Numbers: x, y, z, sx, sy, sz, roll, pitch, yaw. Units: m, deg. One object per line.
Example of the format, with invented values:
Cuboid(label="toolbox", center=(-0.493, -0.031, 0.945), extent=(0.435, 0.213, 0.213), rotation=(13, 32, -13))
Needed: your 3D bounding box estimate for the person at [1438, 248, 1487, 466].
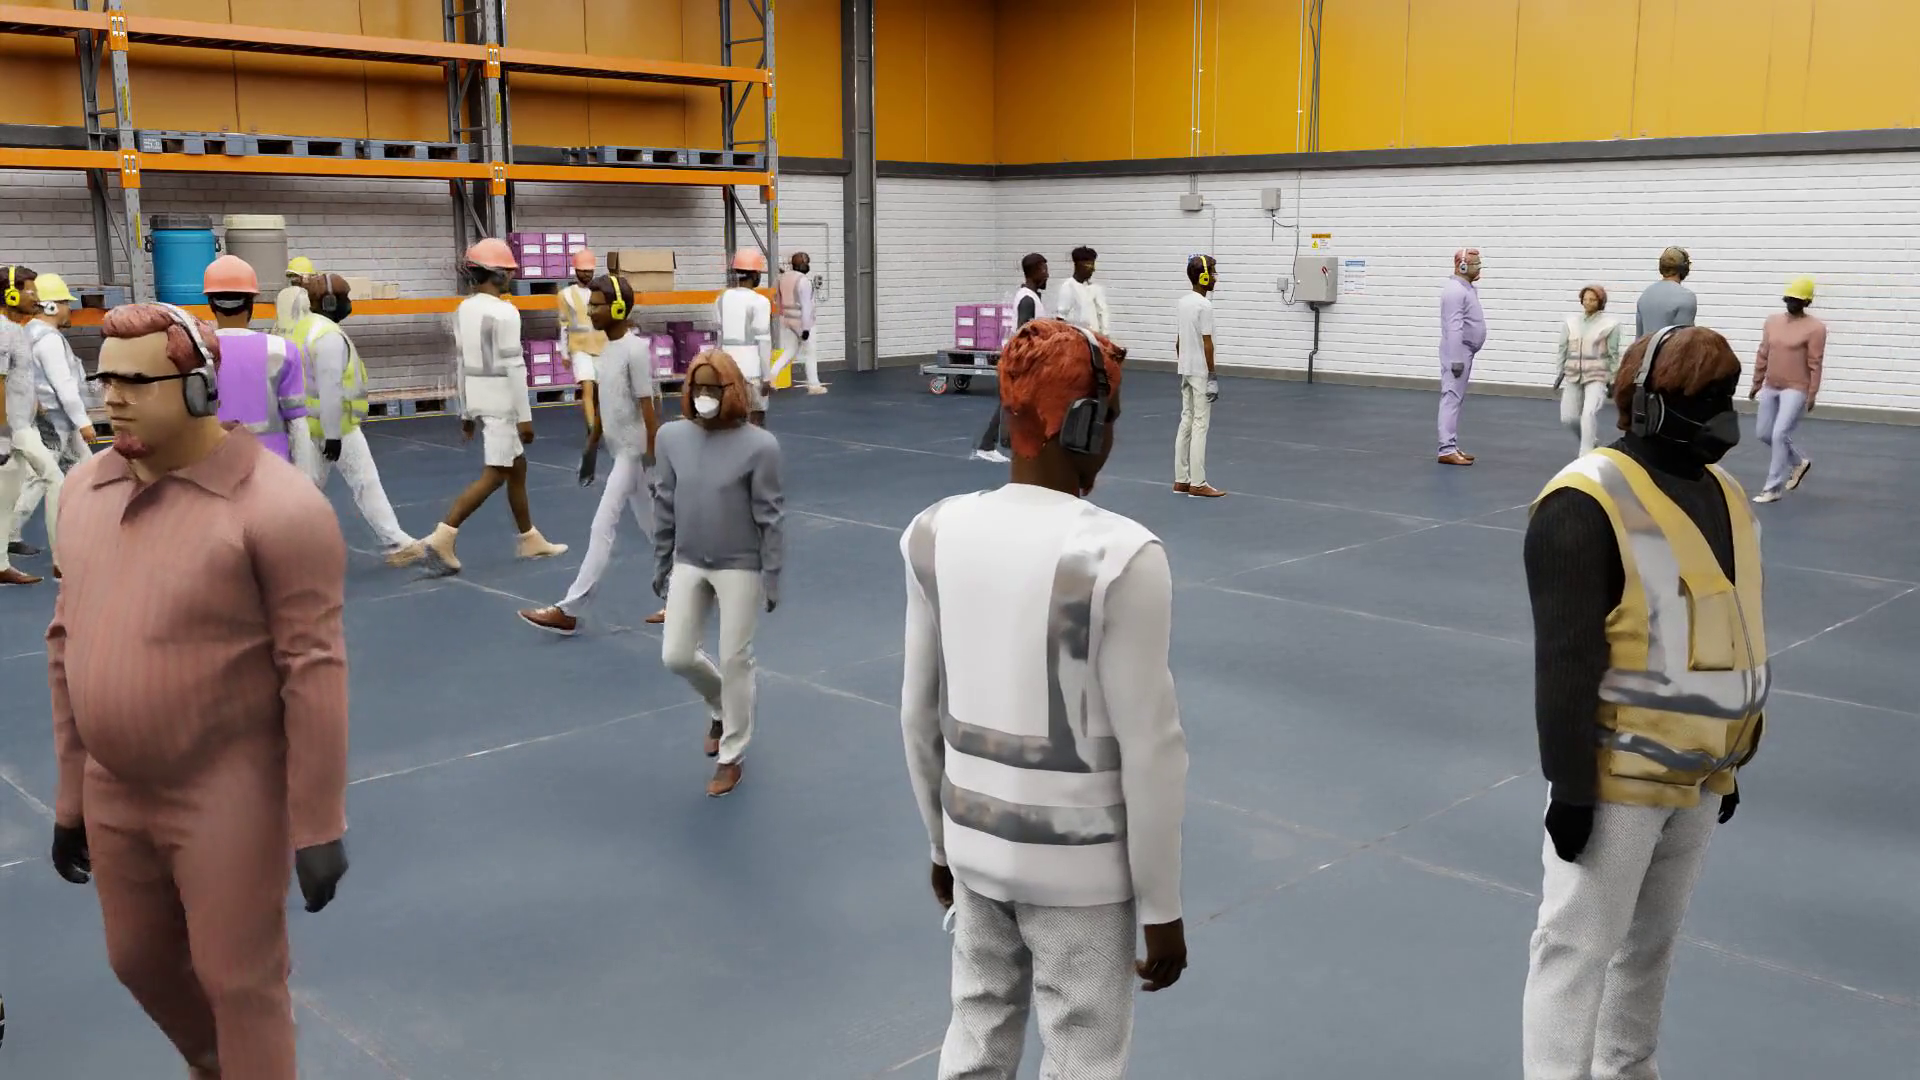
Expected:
Cuboid(label="person", center=(4.456, -1.626, 14.774), extent=(0.403, 1.911, 0.637), rotation=(4, 11, 22))

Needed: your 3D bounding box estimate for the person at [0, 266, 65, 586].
Cuboid(label="person", center=(-5.339, -0.648, 9.633), extent=(0.781, 1.833, 0.523), rotation=(-6, 12, -29))

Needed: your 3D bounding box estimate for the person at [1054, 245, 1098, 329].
Cuboid(label="person", center=(1.036, -2.015, 16.845), extent=(0.754, 1.930, 0.654), rotation=(4, 11, 22))

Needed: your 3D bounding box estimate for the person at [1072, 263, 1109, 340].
Cuboid(label="person", center=(1.541, -2.543, 20.249), extent=(0.538, 1.739, 0.489), rotation=(8, 13, 37))

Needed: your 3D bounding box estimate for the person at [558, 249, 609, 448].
Cuboid(label="person", center=(-3.606, -1.868, 16.128), extent=(0.558, 1.899, 0.934), rotation=(-4, 11, -22))

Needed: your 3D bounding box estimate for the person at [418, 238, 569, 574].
Cuboid(label="person", center=(-2.860, -0.809, 10.037), extent=(0.980, 2.013, 0.612), rotation=(-9, 14, -41))

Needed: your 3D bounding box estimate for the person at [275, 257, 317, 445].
Cuboid(label="person", center=(-6.319, -1.801, 16.000), extent=(0.607, 1.821, 0.417), rotation=(8, 13, 38))

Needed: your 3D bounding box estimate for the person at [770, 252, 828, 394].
Cuboid(label="person", center=(-2.079, -2.735, 21.069), extent=(0.784, 1.823, 0.630), rotation=(-9, 14, -40))

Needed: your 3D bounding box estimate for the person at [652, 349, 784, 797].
Cuboid(label="person", center=(-0.875, 0.110, 6.069), extent=(0.528, 1.618, 0.403), rotation=(3, 11, 17))

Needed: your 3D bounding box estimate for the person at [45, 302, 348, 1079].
Cuboid(label="person", center=(-1.530, 0.486, 3.342), extent=(0.674, 1.924, 0.467), rotation=(4, 11, 20))

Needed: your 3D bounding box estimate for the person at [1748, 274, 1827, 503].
Cuboid(label="person", center=(6.323, -1.148, 12.622), extent=(0.579, 1.737, 0.555), rotation=(-5, 11, -23))

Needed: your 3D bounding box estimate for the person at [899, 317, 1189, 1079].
Cuboid(label="person", center=(0.150, 0.563, 2.895), extent=(0.572, 1.887, 0.355), rotation=(10, 14, 42))

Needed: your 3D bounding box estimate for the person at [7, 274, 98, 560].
Cuboid(label="person", center=(-5.724, -0.778, 10.509), extent=(0.946, 1.788, 0.593), rotation=(-7, 12, -32))

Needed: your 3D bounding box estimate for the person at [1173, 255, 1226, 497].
Cuboid(label="person", center=(1.858, -1.265, 12.907), extent=(0.328, 1.872, 0.513), rotation=(-4, 11, -21))

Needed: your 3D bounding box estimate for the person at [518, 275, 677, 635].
Cuboid(label="person", center=(-1.791, -0.428, 8.474), extent=(0.992, 1.813, 0.529), rotation=(-5, 11, -25))

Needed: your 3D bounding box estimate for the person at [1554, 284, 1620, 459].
Cuboid(label="person", center=(5.310, -1.349, 14.023), extent=(0.550, 1.620, 0.520), rotation=(-10, 14, -42))

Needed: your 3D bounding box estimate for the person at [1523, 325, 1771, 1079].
Cuboid(label="person", center=(1.435, 0.479, 3.474), extent=(0.619, 1.845, 0.430), rotation=(-8, 13, -36))

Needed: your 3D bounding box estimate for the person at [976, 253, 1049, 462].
Cuboid(label="person", center=(0.603, -1.599, 14.745), extent=(0.992, 1.874, 0.608), rotation=(0, 10, 2))

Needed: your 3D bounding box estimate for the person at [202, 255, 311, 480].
Cuboid(label="person", center=(-3.160, -0.279, 7.355), extent=(0.552, 1.933, 0.374), rotation=(-4, 11, -23))

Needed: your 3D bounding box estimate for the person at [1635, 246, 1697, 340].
Cuboid(label="person", center=(5.467, -1.292, 12.868), extent=(0.368, 1.940, 0.633), rotation=(-3, 11, -14))

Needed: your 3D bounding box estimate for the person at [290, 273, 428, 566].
Cuboid(label="person", center=(-3.700, -0.692, 9.993), extent=(0.944, 1.789, 0.650), rotation=(-8, 13, -36))

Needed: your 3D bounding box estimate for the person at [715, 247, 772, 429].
Cuboid(label="person", center=(-1.759, -1.370, 13.318), extent=(0.552, 1.924, 0.589), rotation=(7, 12, 33))

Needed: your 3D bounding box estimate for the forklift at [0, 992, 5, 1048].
Cuboid(label="forklift", center=(-3.245, 0.323, 3.363), extent=(2.313, 2.155, 1.214), rotation=(2, 11, 13))
